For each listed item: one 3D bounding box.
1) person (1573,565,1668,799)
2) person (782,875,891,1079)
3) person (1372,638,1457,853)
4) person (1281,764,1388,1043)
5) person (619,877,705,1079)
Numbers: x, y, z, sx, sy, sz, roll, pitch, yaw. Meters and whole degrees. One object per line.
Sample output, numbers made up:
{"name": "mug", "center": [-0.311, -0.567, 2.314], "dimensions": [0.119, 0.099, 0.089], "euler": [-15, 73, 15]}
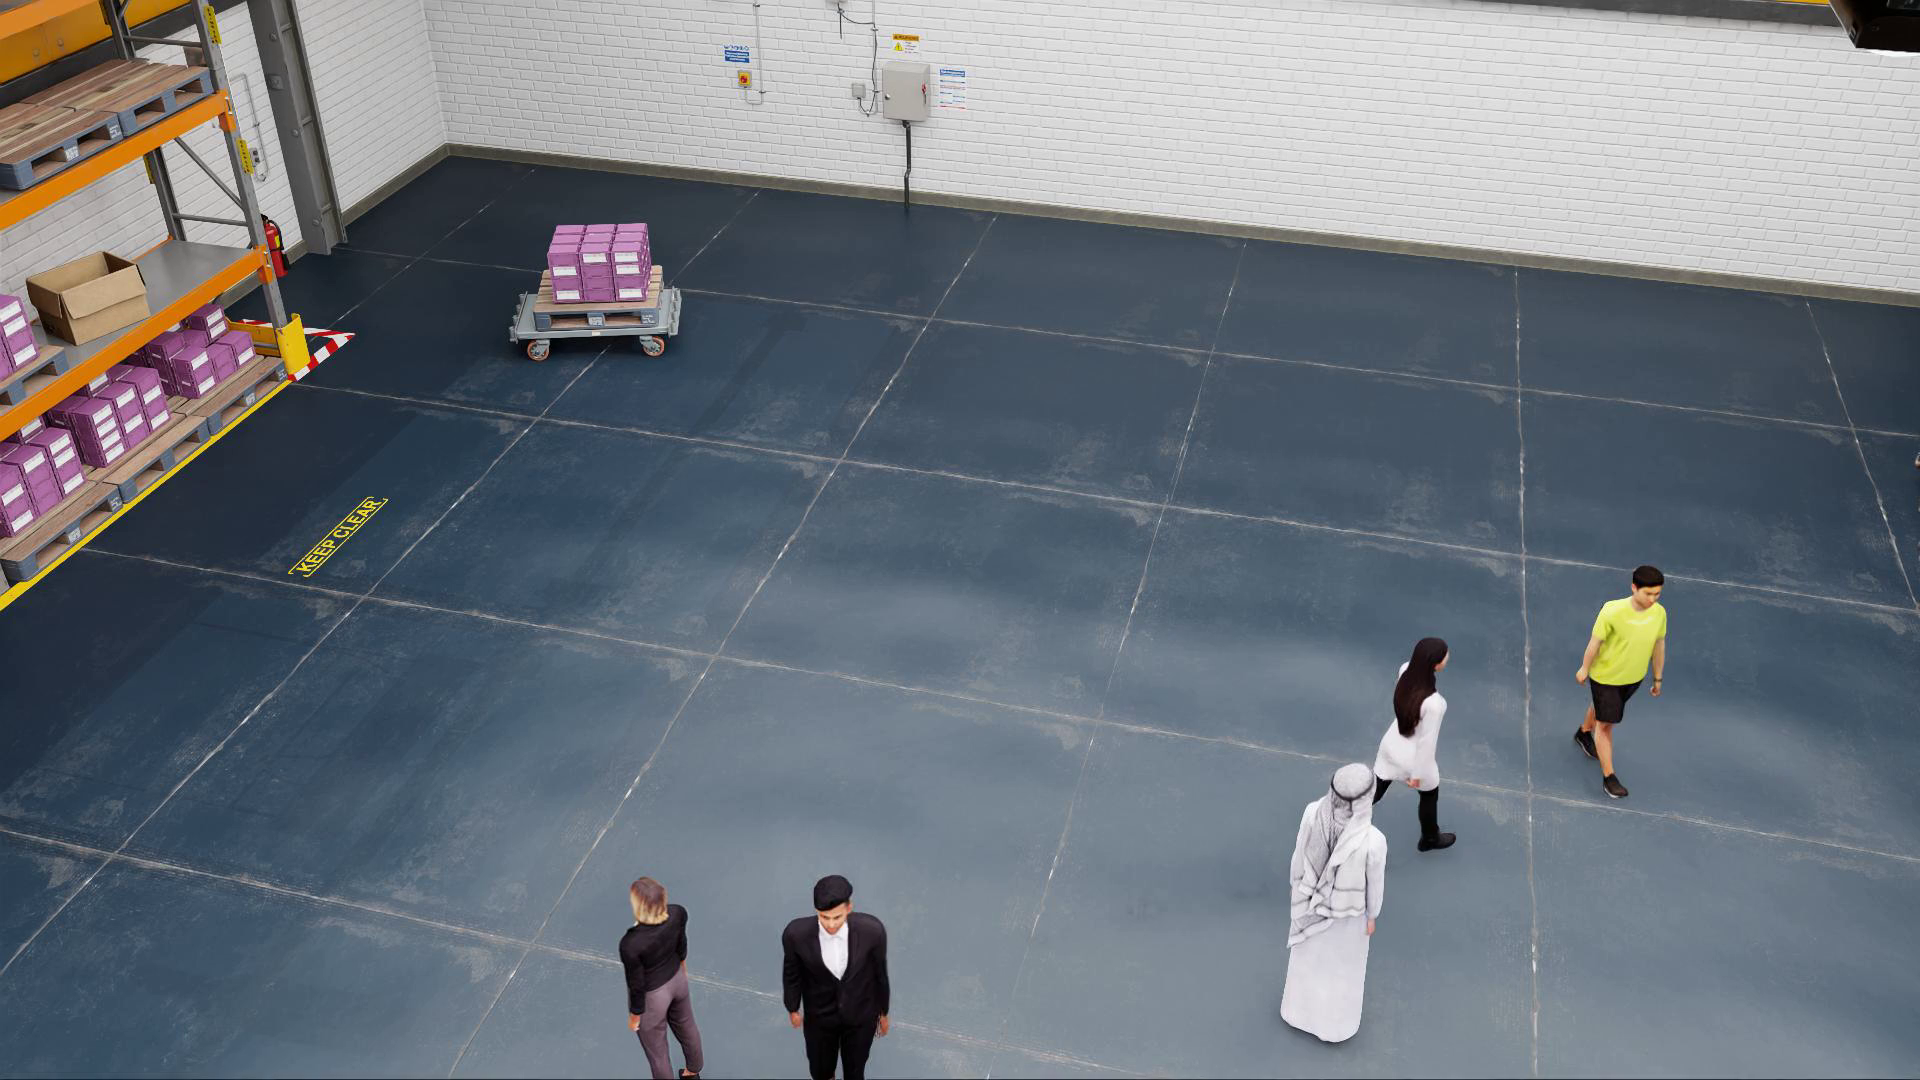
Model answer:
{"name": "person", "center": [4.391, 0.832, 11.197], "dimensions": [0.939, 1.672, 1.138], "euler": [-6, 34, -9]}
{"name": "person", "center": [-0.619, 2.377, 8.697], "dimensions": [0.866, 1.868, 0.956], "euler": [-3, 34, -5]}
{"name": "person", "center": [2.686, 1.348, 10.337], "dimensions": [1.115, 1.767, 1.163], "euler": [-12, 35, -17]}
{"name": "person", "center": [2.067, 2.004, 9.206], "dimensions": [0.783, 1.926, 0.763], "euler": [22, 40, 30]}
{"name": "person", "center": [-1.580, 2.422, 8.808], "dimensions": [0.724, 1.671, 0.573], "euler": [20, 38, 27]}
